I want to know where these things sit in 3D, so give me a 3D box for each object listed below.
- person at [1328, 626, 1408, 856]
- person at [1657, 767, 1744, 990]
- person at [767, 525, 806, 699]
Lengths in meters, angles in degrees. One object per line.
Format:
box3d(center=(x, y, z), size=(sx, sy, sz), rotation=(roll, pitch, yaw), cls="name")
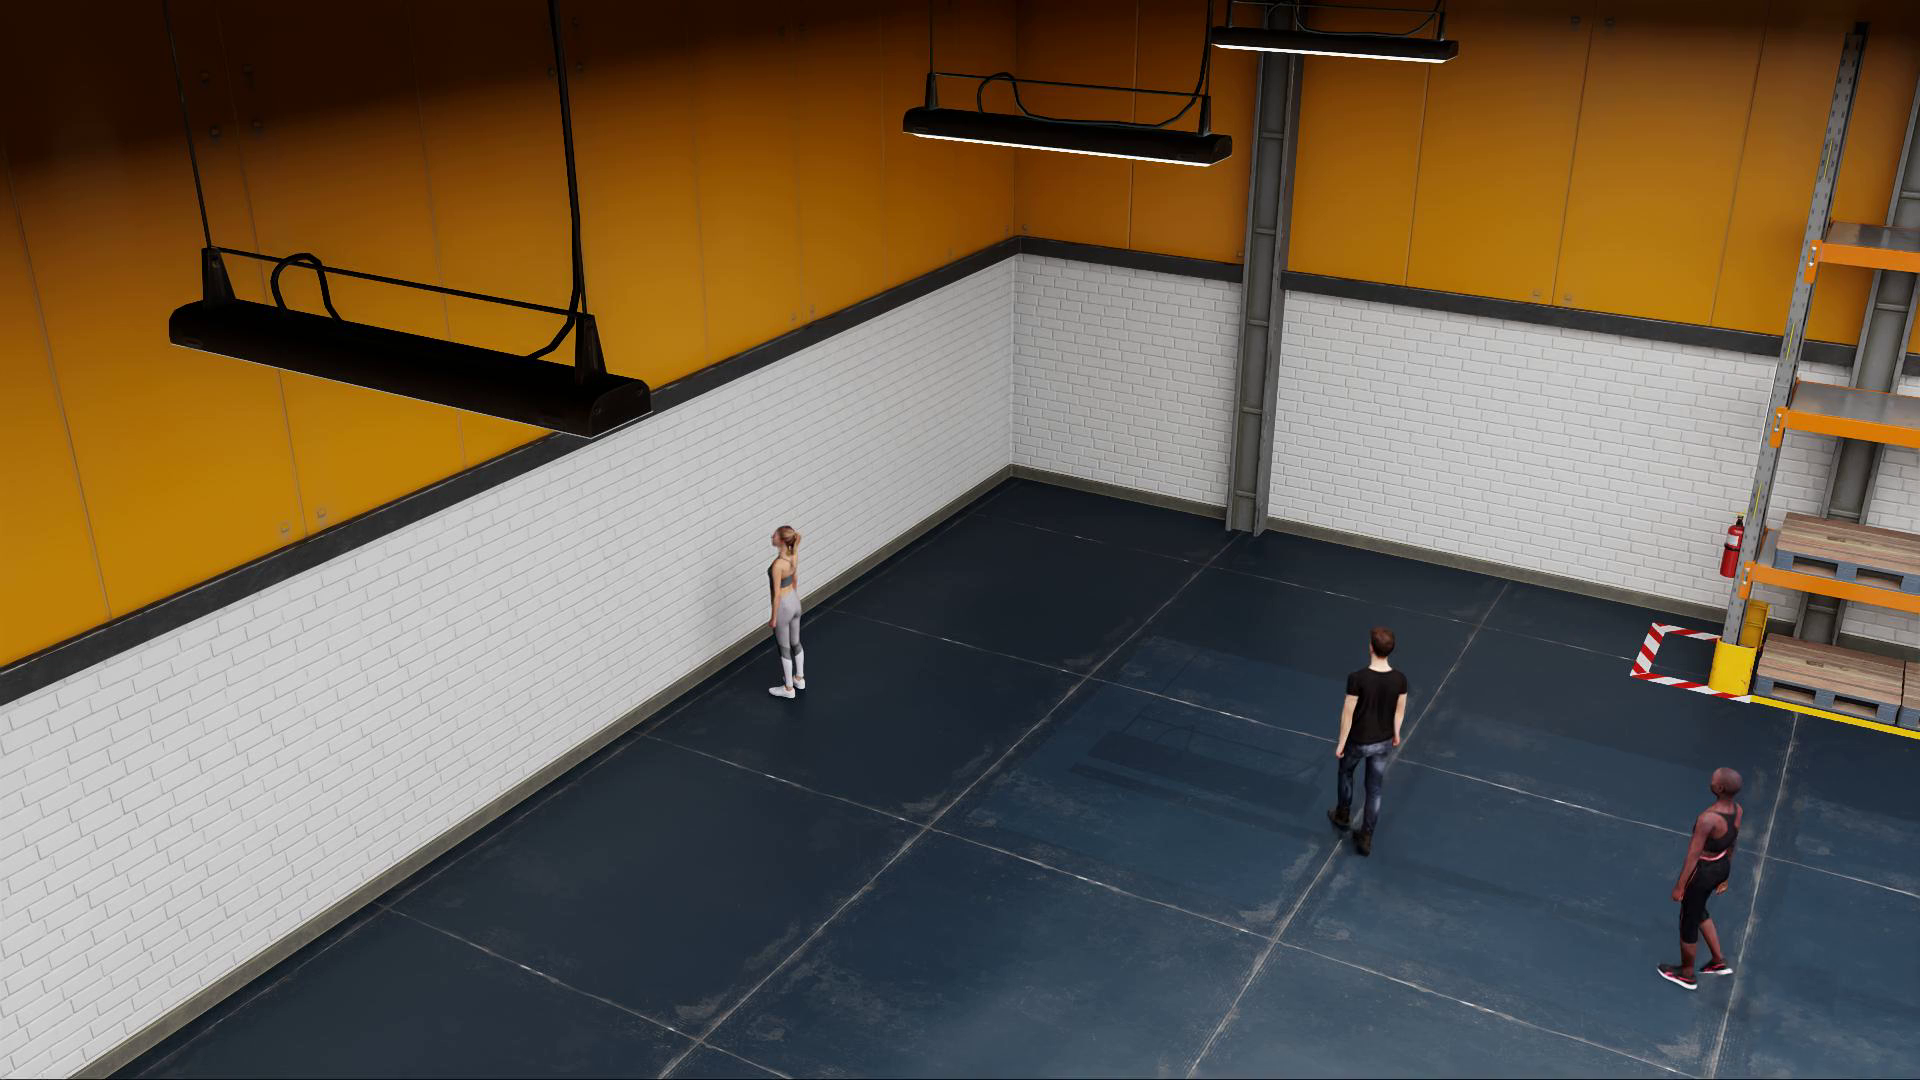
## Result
box3d(center=(3.227, 1.614, 13.018), size=(0.961, 1.879, 1.006), rotation=(-1, 24, -2), cls="person")
box3d(center=(5.210, 2.374, 11.439), size=(0.722, 1.750, 0.804), rotation=(-17, 29, -33), cls="person")
box3d(center=(-1.614, 0.652, 15.441), size=(0.543, 1.699, 0.574), rotation=(12, 26, 25), cls="person")
